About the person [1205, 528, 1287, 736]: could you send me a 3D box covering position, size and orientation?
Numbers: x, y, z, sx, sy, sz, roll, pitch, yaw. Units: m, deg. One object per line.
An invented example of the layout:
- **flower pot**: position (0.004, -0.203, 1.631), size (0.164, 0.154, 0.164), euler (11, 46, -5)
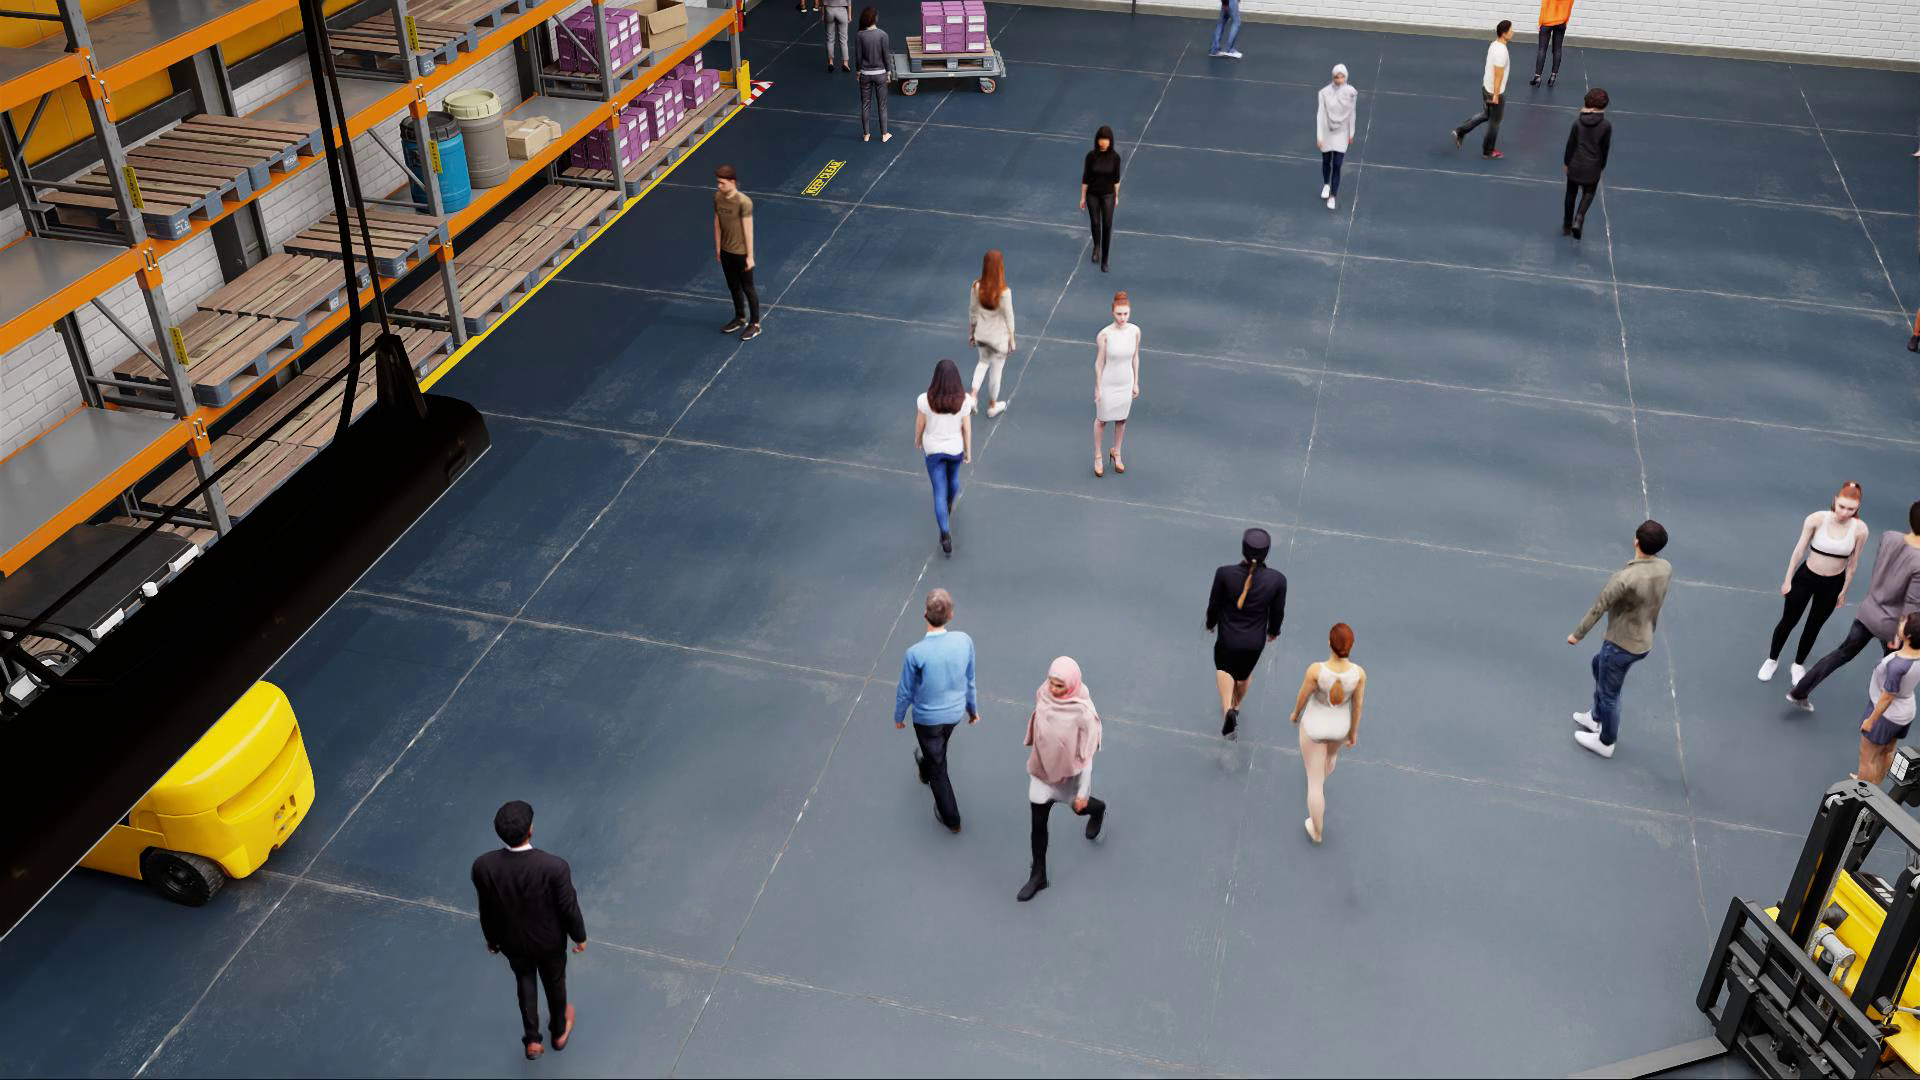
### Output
- **person**: position (1.993, 0.702, 11.810), size (0.779, 1.663, 0.876), euler (3, 34, 4)

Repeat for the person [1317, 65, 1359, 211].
- **person**: position (4.560, -4.955, 20.257), size (0.650, 1.733, 0.993), euler (5, 34, 8)

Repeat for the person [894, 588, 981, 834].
- **person**: position (-0.096, 1.191, 10.974), size (1.080, 1.774, 1.157), euler (-16, 37, -23)

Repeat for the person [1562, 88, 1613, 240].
- **person**: position (7.245, -4.320, 19.274), size (0.710, 1.765, 0.921), euler (14, 36, 20)

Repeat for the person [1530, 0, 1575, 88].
- **person**: position (8.544, -7.417, 23.947), size (0.685, 1.749, 0.656), euler (-2, 34, -3)

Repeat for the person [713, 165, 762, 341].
- **person**: position (-2.298, -3.001, 17.214), size (0.744, 1.849, 0.708), euler (21, 39, 29)

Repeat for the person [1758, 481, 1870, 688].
- **person**: position (6.339, 0.327, 12.301), size (0.615, 1.744, 0.546), euler (14, 36, 19)

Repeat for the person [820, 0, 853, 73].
- **person**: position (-1.826, -7.715, 24.458), size (0.634, 1.679, 0.612), euler (5, 34, 8)

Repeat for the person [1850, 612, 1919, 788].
- **person**: position (6.288, 1.139, 11.241), size (0.642, 1.564, 0.712), euler (-20, 39, -27)

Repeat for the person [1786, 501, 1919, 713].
- **person**: position (6.520, 0.558, 11.893), size (1.102, 1.810, 1.181), euler (-8, 34, -12)

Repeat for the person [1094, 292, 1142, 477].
- **person**: position (1.389, -1.377, 14.820), size (0.650, 1.793, 0.657), euler (-9, 35, -13)

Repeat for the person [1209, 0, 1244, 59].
- **person**: position (3.958, -8.133, 25.042), size (0.752, 1.728, 0.721), euler (1, 34, 1)

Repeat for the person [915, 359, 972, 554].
- **person**: position (-0.129, -0.657, 13.879), size (0.920, 1.636, 1.184), euler (-6, 34, -8)

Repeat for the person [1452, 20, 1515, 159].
- **person**: position (6.816, -5.823, 21.514), size (0.859, 1.787, 0.949), euler (0, 34, 0)

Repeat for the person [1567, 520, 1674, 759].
- **person**: position (4.691, 0.755, 11.565), size (0.856, 1.845, 0.933), euler (-23, 40, -30)

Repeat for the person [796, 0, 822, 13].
- **person**: position (-2.523, -9.591, 27.118), size (0.768, 1.860, 0.740), euler (-7, 34, -10)

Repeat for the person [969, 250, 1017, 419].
- **person**: position (0.259, -1.879, 15.656), size (0.728, 1.704, 0.837), euler (20, 38, 27)

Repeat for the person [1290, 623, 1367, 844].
- **person**: position (2.427, 1.306, 10.949), size (0.765, 1.610, 1.037), euler (-3, 34, -4)

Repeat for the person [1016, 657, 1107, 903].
- **person**: position (0.713, 1.438, 10.606), size (0.960, 1.770, 1.274), euler (23, 40, 30)

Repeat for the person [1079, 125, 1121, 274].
- **person**: position (1.586, -3.907, 18.785), size (0.633, 1.617, 0.894), euler (5, 34, 8)

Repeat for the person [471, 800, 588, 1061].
- **person**: position (-2.409, 2.253, 9.287), size (0.851, 1.873, 0.906), euler (-1, 34, -2)

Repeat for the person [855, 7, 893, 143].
- **person**: position (-1.154, -6.185, 22.075), size (0.650, 1.770, 0.568), euler (3, 34, 4)
